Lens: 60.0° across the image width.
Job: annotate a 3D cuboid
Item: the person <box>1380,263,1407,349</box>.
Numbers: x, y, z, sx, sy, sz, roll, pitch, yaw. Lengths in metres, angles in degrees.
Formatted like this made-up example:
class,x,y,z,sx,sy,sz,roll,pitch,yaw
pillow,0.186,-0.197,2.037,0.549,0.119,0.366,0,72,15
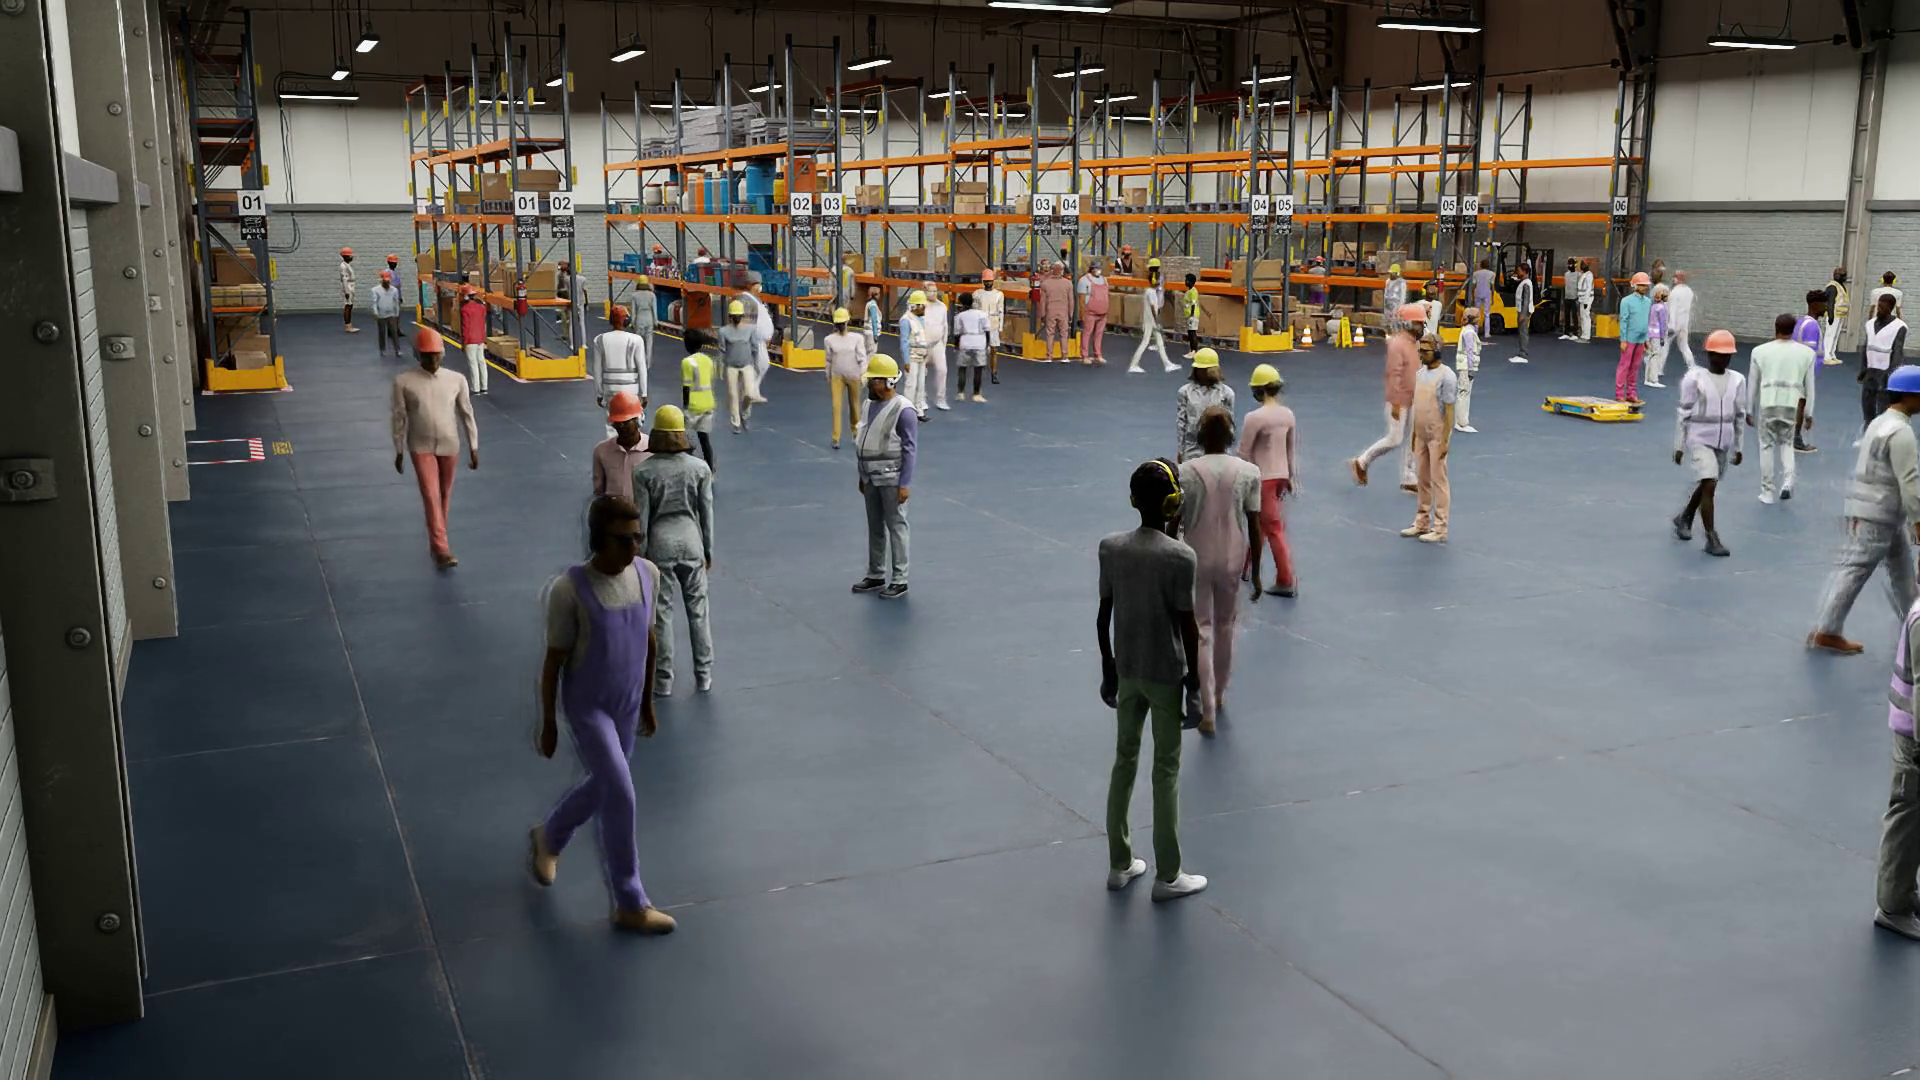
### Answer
class,x,y,z,sx,sy,sz,roll,pitch,yaw
person,9.146,-4.923,35.117,0.429,1.813,0.616,-5,12,-26

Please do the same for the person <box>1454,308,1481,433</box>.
class,x,y,z,sx,sy,sz,roll,pitch,yaw
person,6.697,-2.241,21.943,0.308,1.641,0.514,2,11,9

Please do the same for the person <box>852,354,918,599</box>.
class,x,y,z,sx,sy,sz,roll,pitch,yaw
person,-0.578,-0.478,12.484,0.403,1.835,0.587,-9,15,-40

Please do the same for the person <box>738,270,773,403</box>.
class,x,y,z,sx,sy,sz,roll,pitch,yaw
person,-3.090,-3.069,25.126,0.539,2.000,0.705,0,11,2

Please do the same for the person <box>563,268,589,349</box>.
class,x,y,z,sx,sy,sz,roll,pitch,yaw
person,-8.127,-4.960,35.212,0.514,1.861,0.320,-2,11,-10

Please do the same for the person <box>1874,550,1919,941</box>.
class,x,y,z,sx,sy,sz,roll,pitch,yaw
person,3.876,0.767,6.657,0.306,1.640,0.523,8,14,35

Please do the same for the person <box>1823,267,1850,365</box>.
class,x,y,z,sx,sy,sz,roll,pitch,yaw
person,16.724,-4.270,31.740,0.429,1.842,0.634,11,15,43

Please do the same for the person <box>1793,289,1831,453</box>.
class,x,y,z,sx,sy,sz,roll,pitch,yaw
person,10.242,-2.044,20.112,0.366,1.962,0.614,3,12,15

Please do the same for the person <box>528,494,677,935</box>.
class,x,y,z,sx,sy,sz,roll,pitch,yaw
person,-1.525,0.665,6.795,0.873,1.801,0.519,8,14,36

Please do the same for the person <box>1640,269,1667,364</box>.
class,x,y,z,sx,sy,sz,roll,pitch,yaw
person,13.060,-4.213,31.489,0.731,1.820,0.547,8,14,36

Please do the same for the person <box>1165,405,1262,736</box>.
class,x,y,z,sx,sy,sz,roll,pitch,yaw
person,1.405,0.138,9.399,0.540,1.814,0.852,0,11,-1

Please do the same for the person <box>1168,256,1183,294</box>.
class,x,y,z,sx,sy,sz,roll,pitch,yaw
person,5.923,-6.841,45.124,0.569,1.725,0.773,-5,12,-23

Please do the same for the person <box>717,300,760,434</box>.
class,x,y,z,sx,sy,sz,roll,pitch,yaw
person,-2.884,-2.242,21.667,0.554,1.749,0.398,-2,11,-12

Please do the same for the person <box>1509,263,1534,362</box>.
class,x,y,z,sx,sy,sz,roll,pitch,yaw
person,10.893,-4.392,32.159,0.391,1.920,0.587,3,11,13

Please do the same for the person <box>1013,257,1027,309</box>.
class,x,y,z,sx,sy,sz,roll,pitch,yaw
person,1.801,-7.520,48.887,0.513,1.595,0.843,-7,13,-32

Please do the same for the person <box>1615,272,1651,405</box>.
class,x,y,z,sx,sy,sz,roll,pitch,yaw
person,10.108,-3.003,24.906,0.612,1.996,0.388,-6,13,-29

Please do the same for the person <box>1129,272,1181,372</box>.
class,x,y,z,sx,sy,sz,roll,pitch,yaw
person,3.521,-3.933,30.084,0.931,1.818,0.516,3,11,13

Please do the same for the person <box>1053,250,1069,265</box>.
class,x,y,z,sx,sy,sz,roll,pitch,yaw
person,2.834,-7.052,45.810,0.604,1.878,0.982,-4,12,-21

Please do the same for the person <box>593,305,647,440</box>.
class,x,y,z,sx,sy,sz,roll,pitch,yaw
person,-3.679,-1.602,18.077,0.577,1.882,0.349,2,11,8

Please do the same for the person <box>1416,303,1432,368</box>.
class,x,y,z,sx,sy,sz,roll,pitch,yaw
person,6.364,-2.454,23.024,0.310,1.638,0.522,3,12,17

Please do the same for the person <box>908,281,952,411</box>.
class,x,y,z,sx,sy,sz,roll,pitch,yaw
person,-0.423,-2.803,24.173,0.664,1.877,0.784,-5,12,-23

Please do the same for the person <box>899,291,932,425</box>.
class,x,y,z,sx,sy,sz,roll,pitch,yaw
person,-0.602,-2.485,22.712,0.408,1.822,0.598,6,13,27

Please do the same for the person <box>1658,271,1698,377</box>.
class,x,y,z,sx,sy,sz,roll,pitch,yaw
person,12.667,-3.806,29.321,0.650,1.874,0.883,-8,14,-35

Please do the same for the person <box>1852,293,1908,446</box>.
class,x,y,z,sx,sy,sz,roll,pitch,yaw
person,11.281,-2.063,20.373,0.420,1.905,0.609,-2,11,-12

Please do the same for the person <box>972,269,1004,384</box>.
class,x,y,z,sx,sy,sz,roll,pitch,yaw
person,0.473,-3.587,28.022,0.545,1.938,0.359,-1,11,-7

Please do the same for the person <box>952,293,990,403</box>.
class,x,y,z,sx,sy,sz,roll,pitch,yaw
person,0.152,-2.901,25.224,0.598,1.676,0.365,1,11,3

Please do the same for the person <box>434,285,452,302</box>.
class,x,y,z,sx,sy,sz,roll,pitch,yaw
person,-13.952,-6.793,44.907,0.544,1.697,0.454,-6,13,-29

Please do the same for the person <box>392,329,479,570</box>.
class,x,y,z,sx,sy,sz,roll,pitch,yaw
person,-4.280,-0.755,13.626,0.641,1.939,1.010,-7,13,-31

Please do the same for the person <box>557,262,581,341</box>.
class,x,y,z,sx,sy,sz,roll,pitch,yaw
person,-8.747,-5.358,37.353,0.594,1.803,0.475,0,11,-1

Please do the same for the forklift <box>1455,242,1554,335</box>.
class,x,y,z,sx,sy,sz,roll,pitch,yaw
forklift,13.047,-6.049,39.881,2.313,2.155,1.214,-5,12,-23

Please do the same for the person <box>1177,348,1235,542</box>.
class,x,y,z,sx,sy,sz,roll,pitch,yaw
person,2.088,-0.770,14.210,0.487,1.741,0.313,3,11,13

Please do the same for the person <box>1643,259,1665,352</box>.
class,x,y,z,sx,sy,sz,roll,pitch,yaw
person,14.208,-4.781,34.088,0.352,1.937,0.635,6,13,28

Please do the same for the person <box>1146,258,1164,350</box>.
class,x,y,z,sx,sy,sz,roll,pitch,yaw
person,4.101,-4.954,34.997,0.384,1.925,0.593,-1,11,-3

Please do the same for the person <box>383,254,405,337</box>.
class,x,y,z,sx,sy,sz,roll,pitch,yaw
person,-13.159,-5.672,38.666,0.396,1.930,0.539,3,12,17

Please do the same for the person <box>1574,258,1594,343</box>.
class,x,y,z,sx,sy,sz,roll,pitch,yaw
person,13.902,-5.320,36.998,0.350,1.877,0.577,2,11,9
